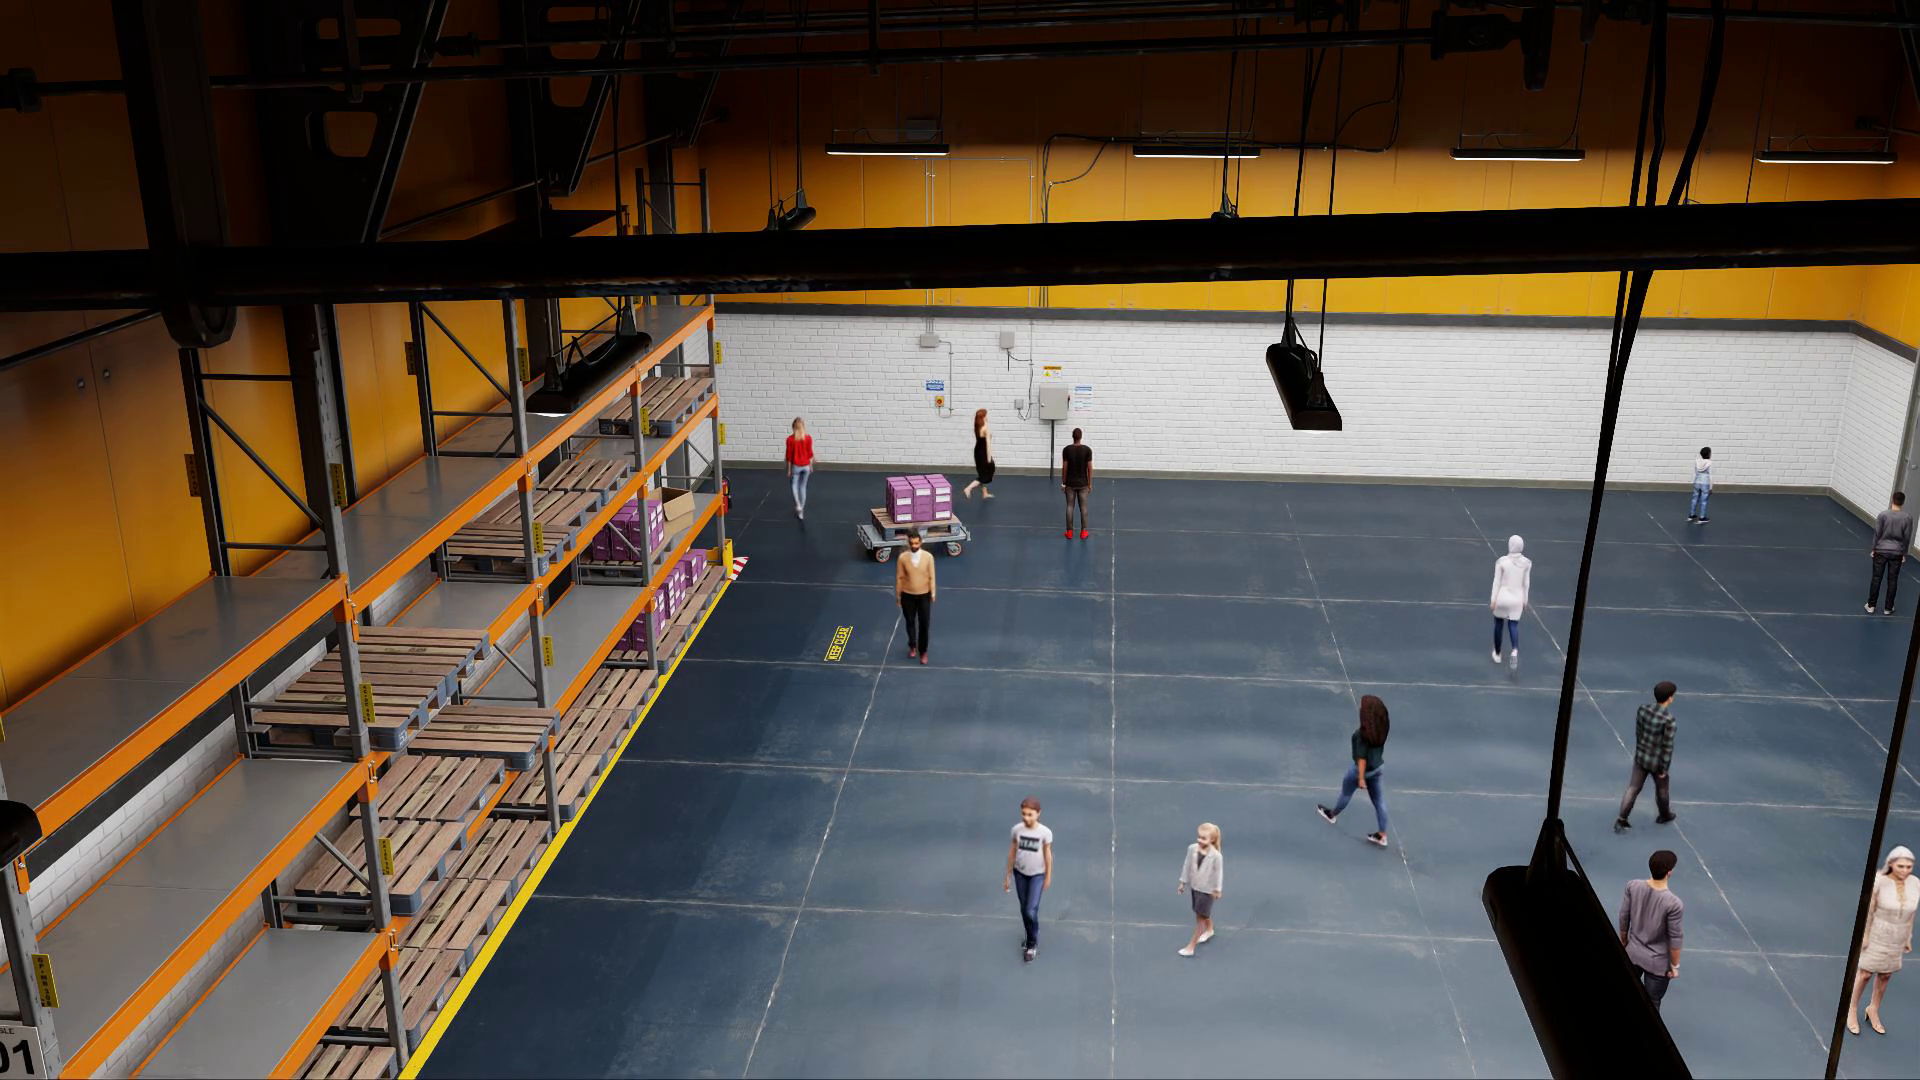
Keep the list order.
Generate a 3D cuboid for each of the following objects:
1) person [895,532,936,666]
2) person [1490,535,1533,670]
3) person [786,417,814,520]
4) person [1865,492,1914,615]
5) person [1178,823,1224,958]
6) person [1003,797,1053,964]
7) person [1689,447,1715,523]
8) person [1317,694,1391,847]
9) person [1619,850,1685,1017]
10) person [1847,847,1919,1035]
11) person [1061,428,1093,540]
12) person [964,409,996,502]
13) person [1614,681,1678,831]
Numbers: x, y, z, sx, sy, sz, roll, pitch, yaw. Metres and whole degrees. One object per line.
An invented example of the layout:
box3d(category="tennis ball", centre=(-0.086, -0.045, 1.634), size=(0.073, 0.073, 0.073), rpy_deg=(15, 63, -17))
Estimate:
box3d(category="person", centre=(-0.578, 0.709, 21.774), size=(0.690, 1.738, 0.809), rpy_deg=(1, 19, 2))
box3d(category="person", centre=(7.082, 0.827, 21.391), size=(0.612, 1.758, 0.935), rpy_deg=(2, 19, 5))
box3d(category="person", centre=(-2.628, -1.160, 27.397), size=(0.706, 1.690, 0.699), rpy_deg=(-5, 19, -14))
box3d(category="person", centre=(13.036, 0.170, 23.339), size=(0.683, 1.760, 0.657), rpy_deg=(9, 20, 24))
box3d(category="person", centre=(2.265, 3.160, 15.265), size=(0.892, 1.247, 0.807), rpy_deg=(-17, 25, -41))
box3d(category="person", centre=(0.653, 3.021, 15.217), size=(0.656, 1.540, 0.792), rpy_deg=(8, 20, 22))
box3d(category="person", centre=(12.222, -0.928, 27.383), size=(0.628, 1.261, 0.563), rpy_deg=(-13, 23, -34))
box3d(category="person", centre=(4.243, 2.387, 17.040), size=(1.041, 1.579, 1.126), rpy_deg=(-14, 23, -35))
box3d(category="person", centre=(5.643, 3.385, 13.648), size=(0.790, 1.851, 0.714), rpy_deg=(-14, 23, -35))
box3d(category="person", centre=(7.748, 3.348, 13.940), size=(0.612, 1.735, 0.566), rpy_deg=(0, 19, 0))
box3d(category="person", centre=(1.853, -0.908, 26.470), size=(0.628, 1.805, 0.516), rpy_deg=(1, 19, 4))
box3d(category="person", centre=(0.310, -1.425, 28.311), size=(0.924, 1.609, 0.928), rpy_deg=(-11, 21, -29))
box3d(category="person", centre=(7.175, 2.281, 17.366), size=(1.129, 1.689, 1.138), rpy_deg=(-12, 22, -31))
